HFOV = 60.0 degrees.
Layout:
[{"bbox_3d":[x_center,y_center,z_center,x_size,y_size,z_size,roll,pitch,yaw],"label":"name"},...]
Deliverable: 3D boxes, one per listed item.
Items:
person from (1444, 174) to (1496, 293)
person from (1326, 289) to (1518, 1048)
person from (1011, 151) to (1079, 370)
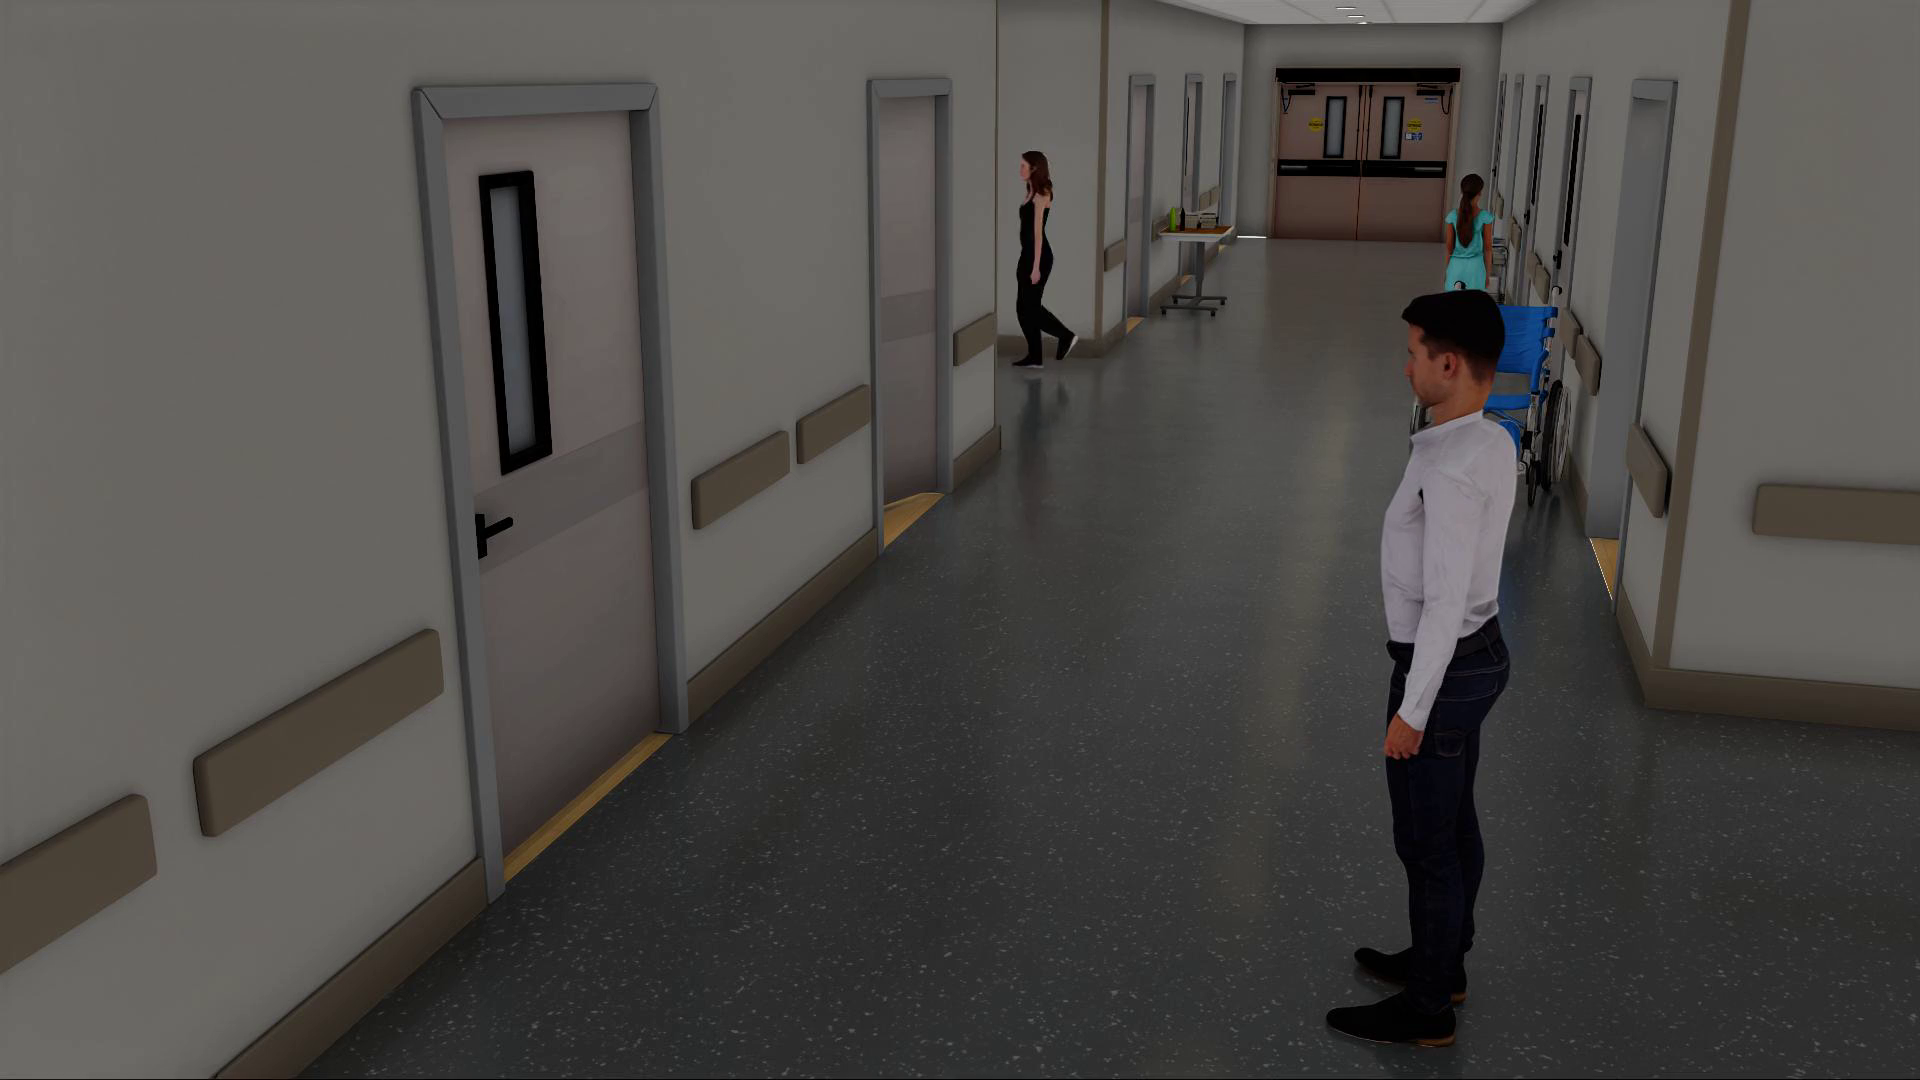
[{"bbox_3d":[4.122,-2.191,13.529,0.597,1.558,0.610,8,18,27],"label":"person"},{"bbox_3d":[1.180,0.323,4.032,0.729,1.873,0.596,8,18,27],"label":"person"},{"bbox_3d":[0.693,-2.219,13.312,0.869,1.730,0.845,-4,16,-15],"label":"person"}]
